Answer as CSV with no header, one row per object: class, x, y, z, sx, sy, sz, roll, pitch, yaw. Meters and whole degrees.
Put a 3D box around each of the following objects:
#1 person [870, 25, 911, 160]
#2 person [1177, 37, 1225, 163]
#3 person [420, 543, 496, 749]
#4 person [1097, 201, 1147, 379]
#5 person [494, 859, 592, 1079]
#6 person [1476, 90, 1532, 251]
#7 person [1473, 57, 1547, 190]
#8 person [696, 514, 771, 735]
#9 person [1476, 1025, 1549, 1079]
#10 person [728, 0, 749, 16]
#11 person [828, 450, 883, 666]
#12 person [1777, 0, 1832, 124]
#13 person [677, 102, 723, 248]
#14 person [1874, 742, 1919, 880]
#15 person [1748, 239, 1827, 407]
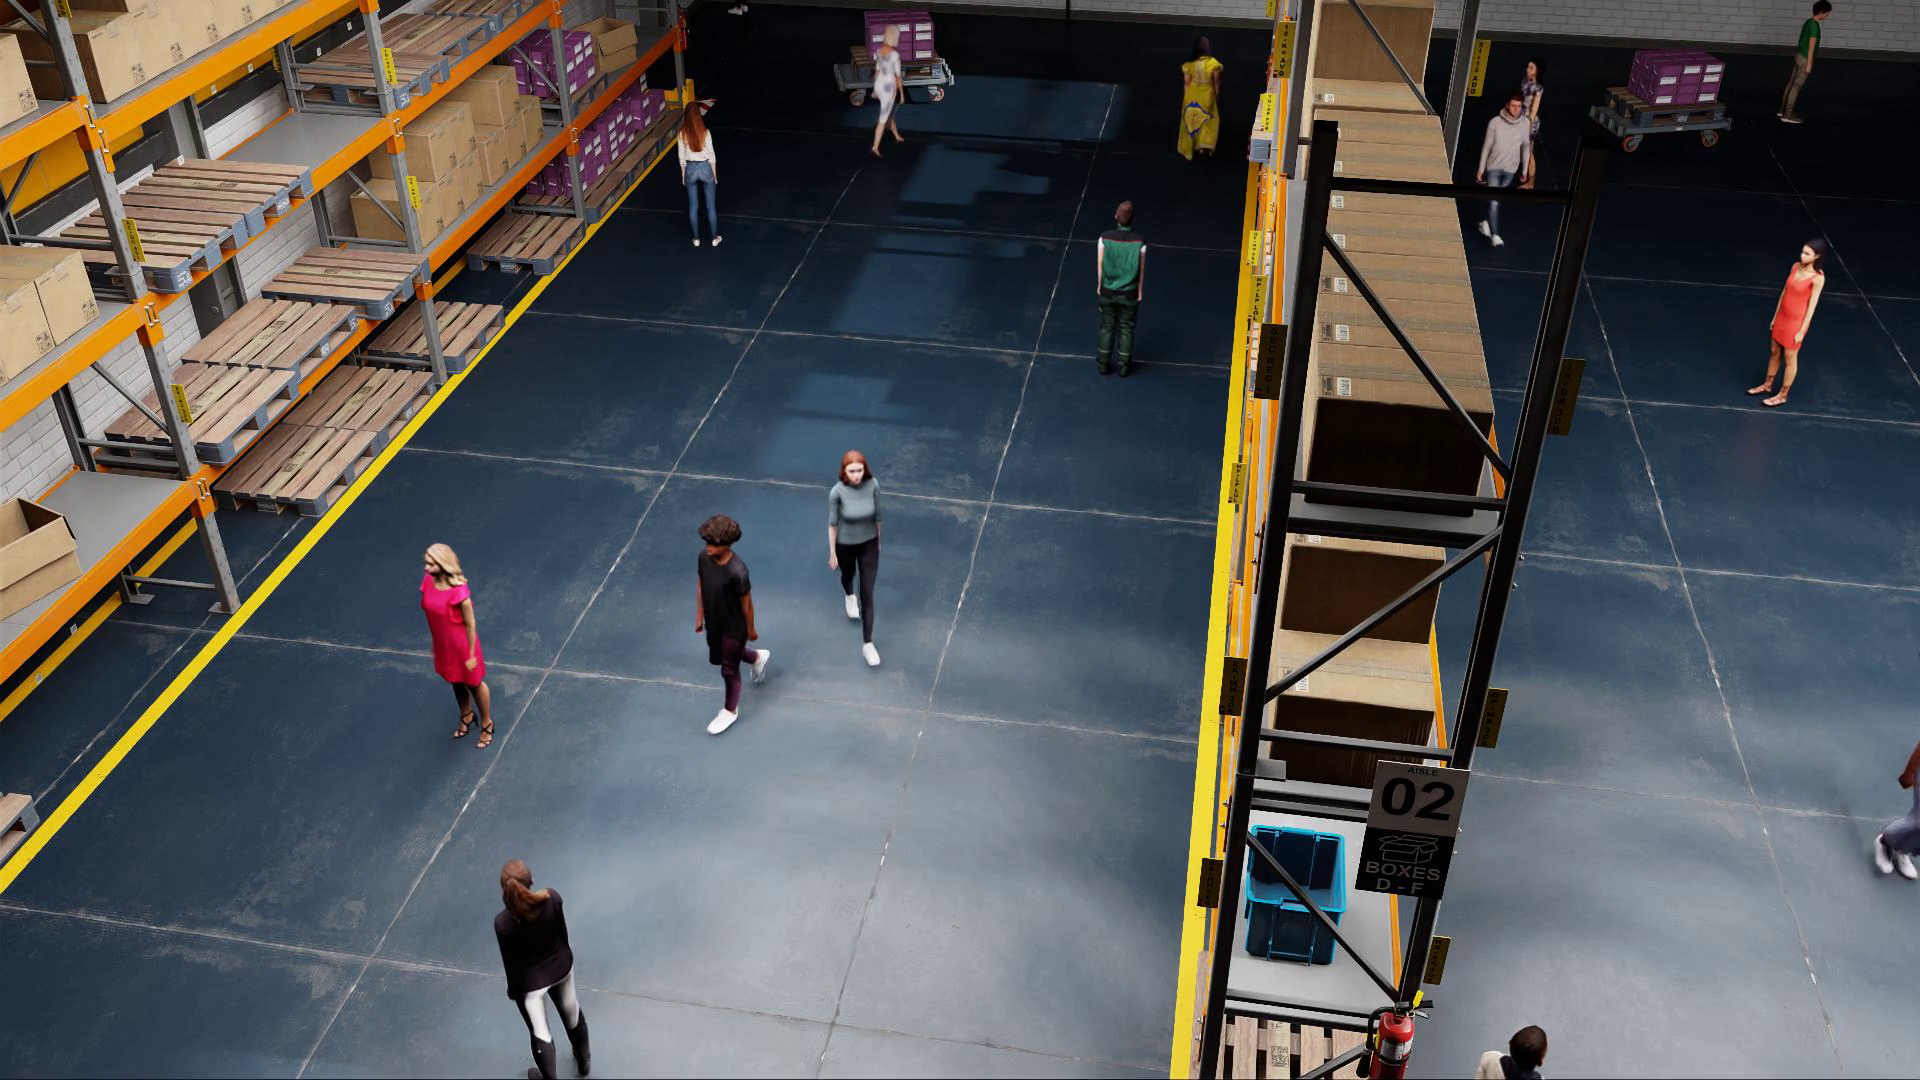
person,-1.021,-5.806,21.699,1.049,1.709,0.931,-27,42,-34
person,3.112,-5.651,21.525,0.725,1.644,0.881,7,34,10
person,-3.574,0.734,11.842,0.652,1.728,0.656,20,38,27
person,1.593,-2.507,16.616,0.626,1.842,0.567,7,34,10
person,-2.334,2.437,9.279,0.656,1.729,0.729,-25,41,-33
person,6.308,-4.372,19.451,0.899,1.810,1.241,-3,34,-4
person,7.105,-5.136,20.703,0.995,1.695,1.077,-10,35,-14
person,-1.652,0.538,12.107,0.903,1.762,1.086,22,40,30
person,2.797,3.052,8.604,0.652,1.452,0.670,27,42,34
person,-3.678,-9.529,27.269,0.716,1.743,0.579,18,37,24
person,-0.827,0.036,12.922,0.947,1.696,1.245,-9,35,-13
person,11.663,-6.640,23.004,0.641,1.653,0.459,7,34,10
person,-3.036,-4.258,19.352,0.612,1.728,0.562,0,34,-1
person,6.312,1.469,10.777,0.636,1.683,0.715,-1,34,-2
person,8.093,-2.126,16.154,0.710,1.718,0.591,-9,35,-14
